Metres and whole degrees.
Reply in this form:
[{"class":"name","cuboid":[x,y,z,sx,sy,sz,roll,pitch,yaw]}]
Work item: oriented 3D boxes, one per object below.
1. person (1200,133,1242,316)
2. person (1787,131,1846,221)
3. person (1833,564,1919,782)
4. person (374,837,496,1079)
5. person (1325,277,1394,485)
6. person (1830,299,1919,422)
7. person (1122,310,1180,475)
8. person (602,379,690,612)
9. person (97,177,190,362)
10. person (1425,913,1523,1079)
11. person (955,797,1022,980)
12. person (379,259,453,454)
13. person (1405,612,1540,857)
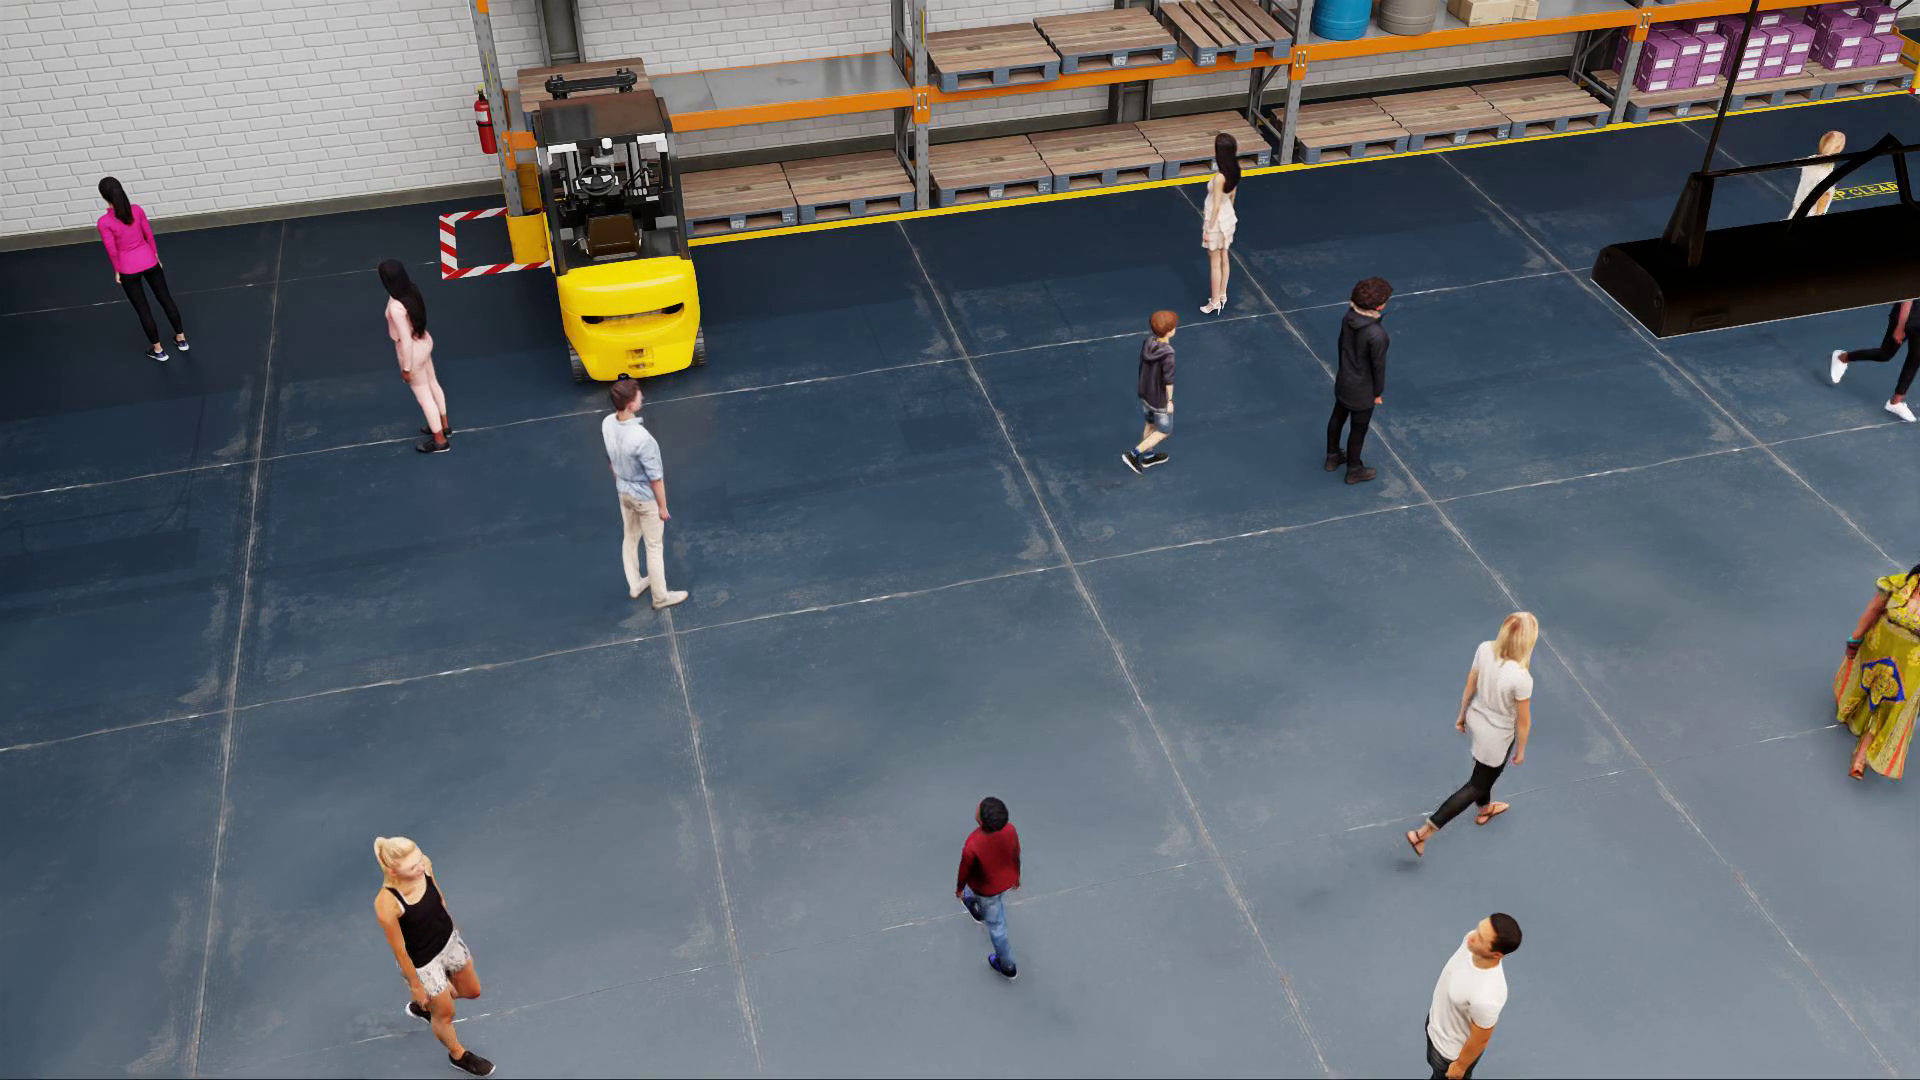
[{"class":"person","cuboid":[2.332,-2.821,14.900,0.728,1.736,0.653,23,44,26]},{"class":"person","cuboid":[7.431,-2.794,14.820,0.971,1.793,0.717,-2,39,-2]},{"class":"person","cuboid":[5.999,0.669,10.646,1.235,1.603,1.338,24,44,27]},{"class":"person","cuboid":[-2.829,2.125,8.628,0.908,1.835,0.818,13,40,16]},{"class":"person","cuboid":[3.083,-1.233,12.877,0.694,1.781,0.689,-20,43,-24]},{"class":"person","cuboid":[7.760,-1.850,13.708,1.038,1.708,0.788,-16,41,-19]},{"class":"person","cuboid":[1.495,-1.130,13.021,0.772,1.440,0.638,-18,42,-21]},{"class":"person","cuboid":[-2.261,-0.325,11.687,0.727,1.846,0.738,28,46,30]},{"class":"person","cuboid":[-7.082,-2.350,14.350,0.753,1.698,0.674,27,46,30]},{"class":"person","cuboid":[2.485,2.448,8.256,0.655,1.805,0.702,3,39,3]},{"class":"person","cuboid":[0.218,1.958,9.331,0.882,1.219,0.774,-25,45,-28]},{"class":"person","cuboid":[-4.323,-1.474,13.227,0.618,1.720,0.666,0,39,0]},{"class":"person","cuboid":[3.063,1.178,9.846,1.177,1.796,0.795,-19,42,-22]}]
